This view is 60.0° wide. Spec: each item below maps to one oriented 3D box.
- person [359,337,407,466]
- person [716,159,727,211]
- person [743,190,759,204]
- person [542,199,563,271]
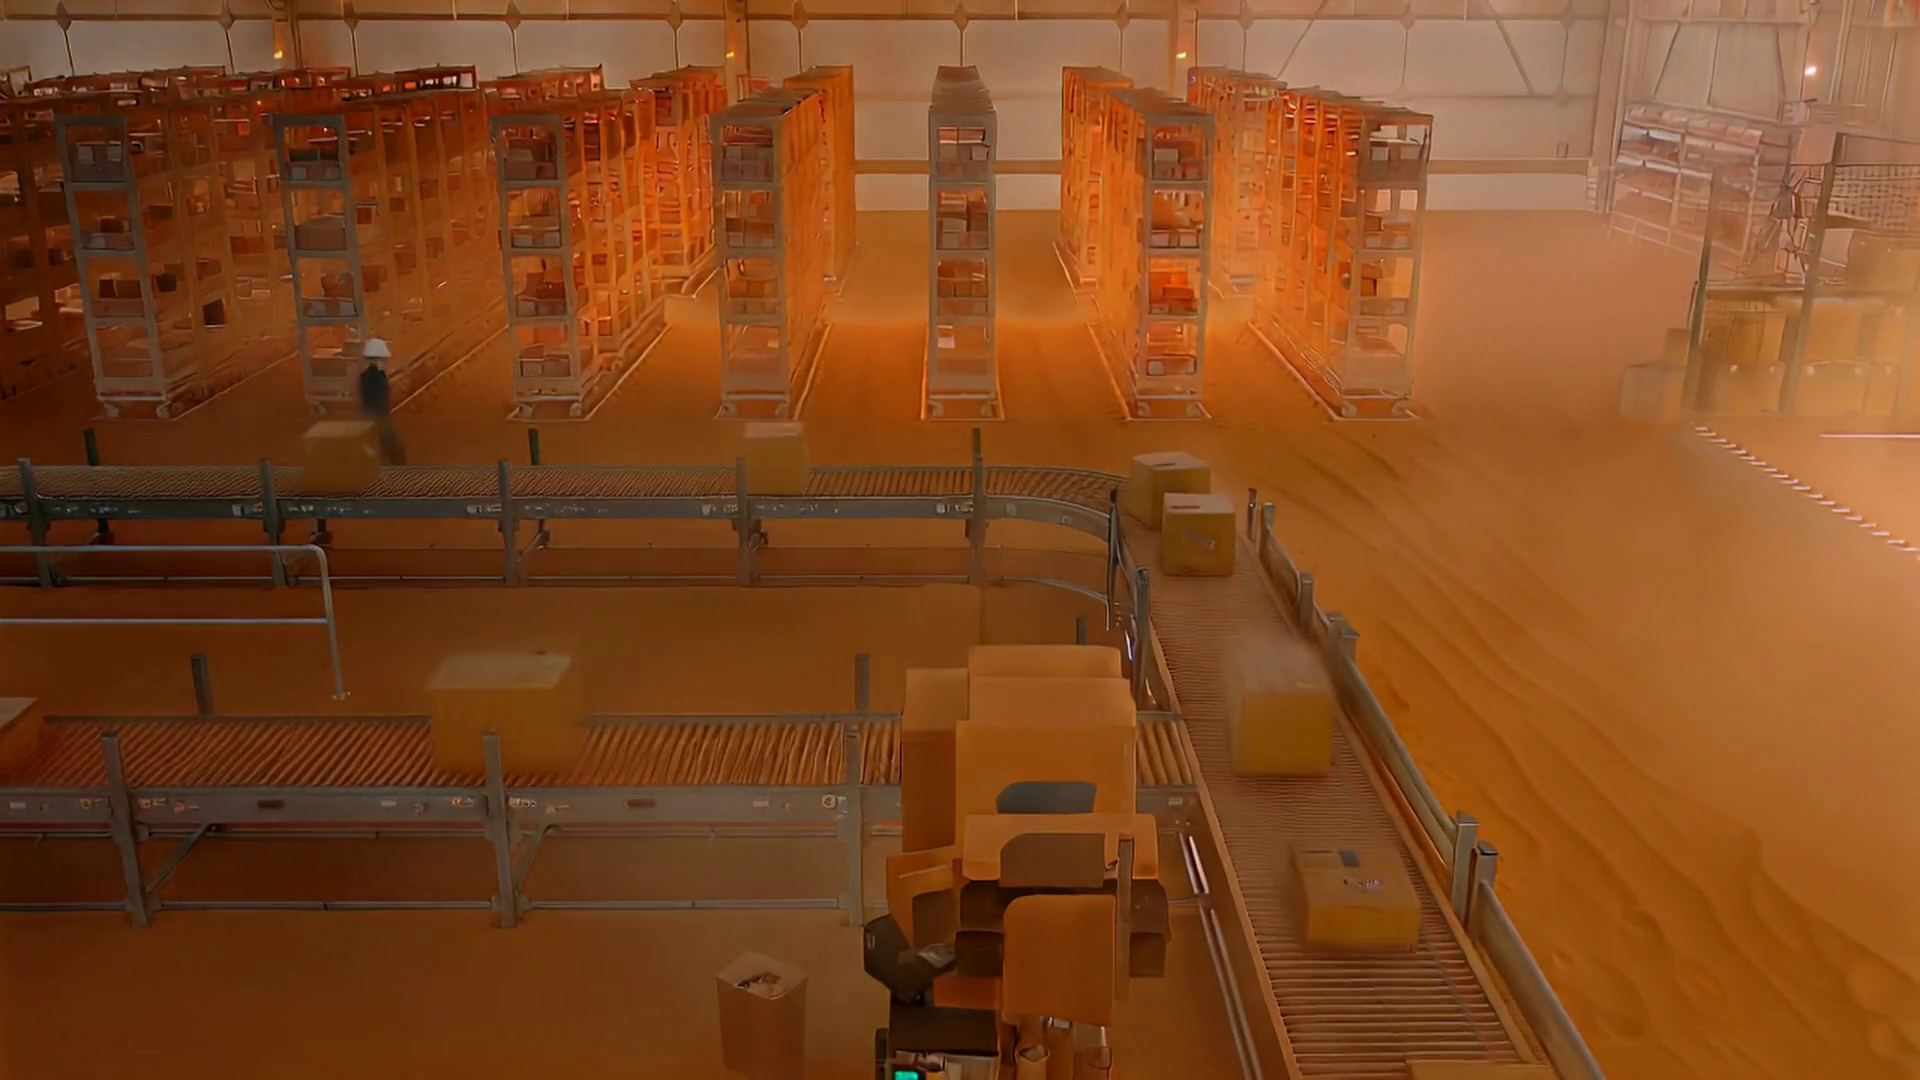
[{"bbox_3d":[-5.668,-1.113,16.241,0.394,1.754,0.529,1,18,3],"label":"person"},{"bbox_3d":[-5.100,-7.486,35.754,0.469,1.823,0.564,-3,18,-9],"label":"person"},{"bbox_3d":[-3.862,-5.908,30.640,0.411,1.987,0.607,-5,19,-14],"label":"person"},{"bbox_3d":[-6.460,-4.580,26.795,0.588,1.824,0.403,-6,19,-17],"label":"person"}]
